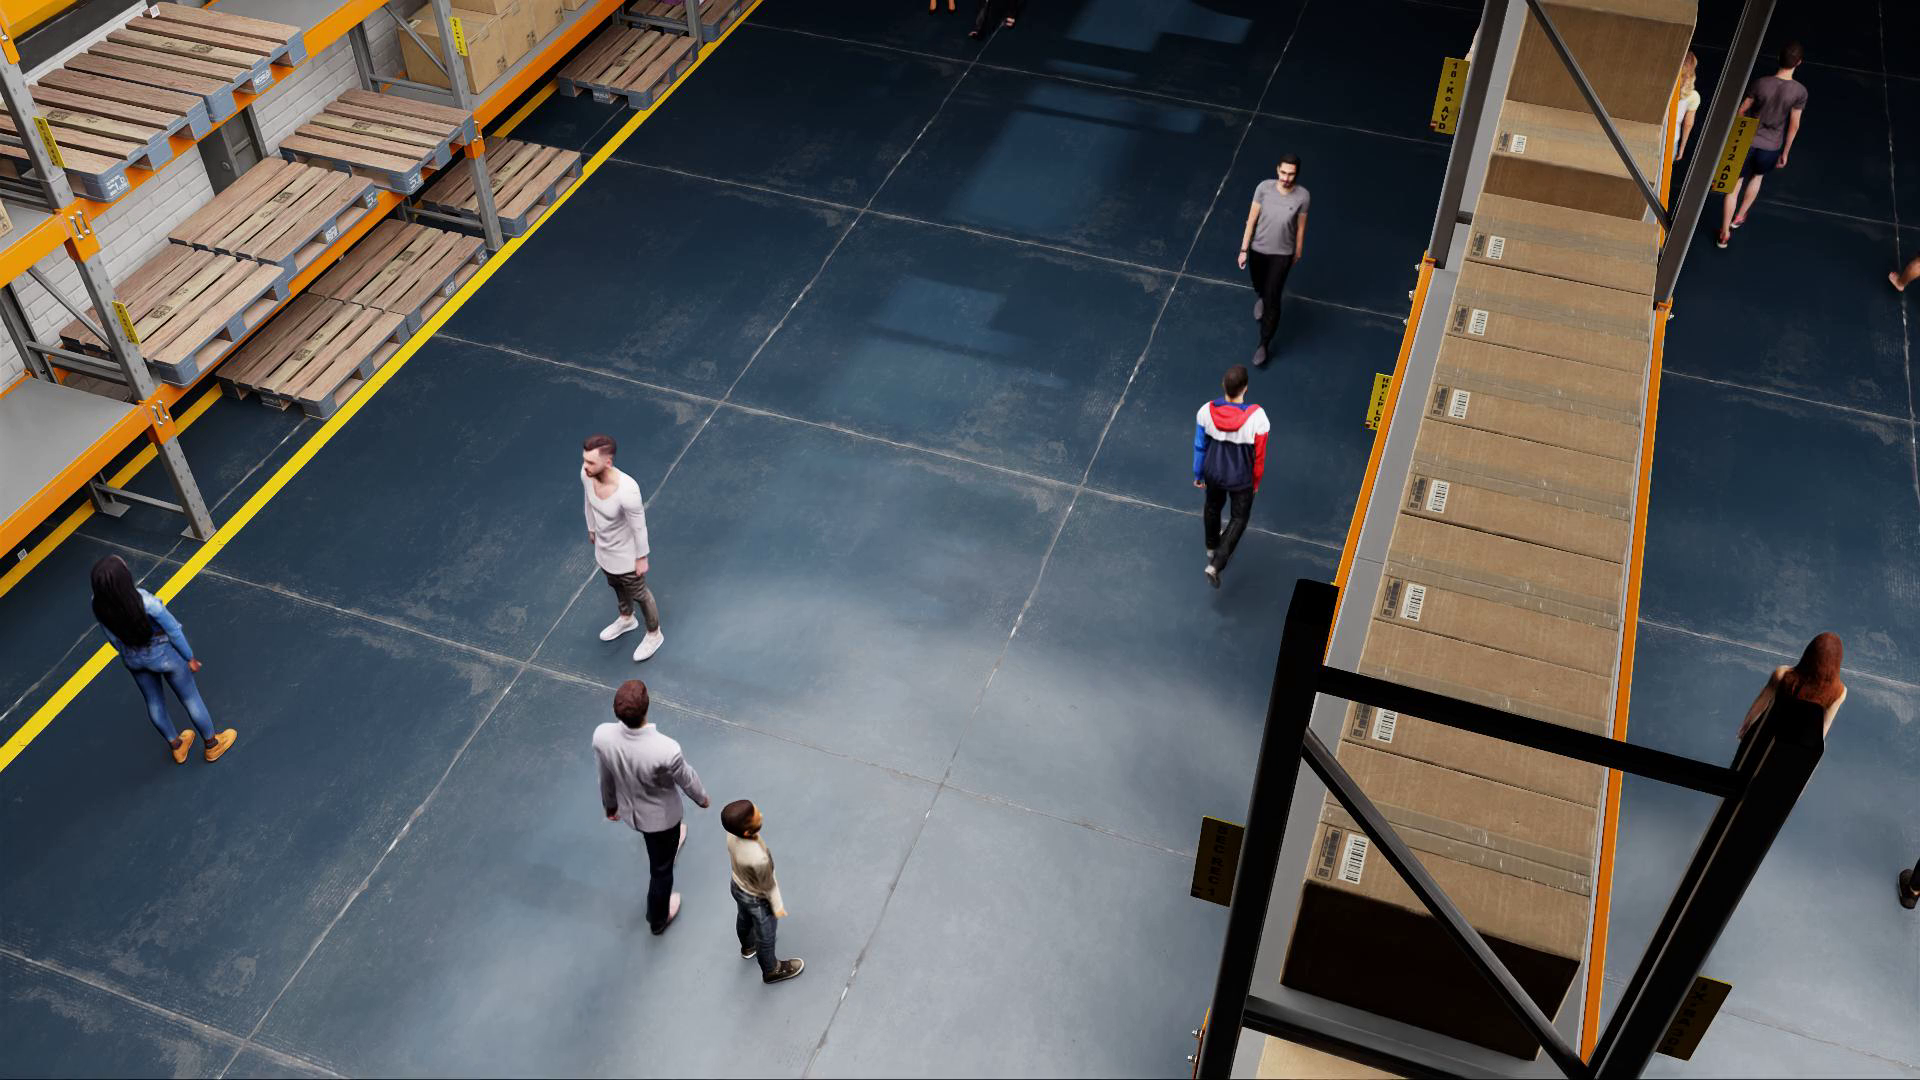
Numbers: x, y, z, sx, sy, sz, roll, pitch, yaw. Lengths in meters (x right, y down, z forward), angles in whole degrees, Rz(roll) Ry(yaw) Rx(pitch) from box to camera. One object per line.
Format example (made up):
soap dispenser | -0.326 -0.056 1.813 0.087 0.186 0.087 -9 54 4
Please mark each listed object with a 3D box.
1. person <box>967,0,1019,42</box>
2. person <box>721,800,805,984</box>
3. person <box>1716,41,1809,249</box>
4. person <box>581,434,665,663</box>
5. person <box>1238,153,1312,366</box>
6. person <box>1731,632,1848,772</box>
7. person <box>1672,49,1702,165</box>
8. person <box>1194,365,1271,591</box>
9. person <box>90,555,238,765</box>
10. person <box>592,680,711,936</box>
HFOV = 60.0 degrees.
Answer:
person | 0.443 -6.077 17.359 0.649 1.615 1.103 15 46 15
person | -1.128 1.902 9.092 0.662 1.465 0.635 -27 50 -26
person | 6.858 -3.350 14.339 0.667 1.831 0.828 14 45 14
person | -2.210 0.024 10.792 0.730 1.839 0.661 29 51 27
person | 2.523 -2.376 13.394 0.649 1.725 1.152 16 46 16
person | 4.728 1.209 9.646 0.653 1.706 1.046 20 47 20
person | 6.083 -3.428 14.506 0.641 1.715 0.776 16 46 16
person | 1.810 -0.409 11.318 0.659 1.742 0.966 15 46 16
person | -4.906 0.735 10.138 0.658 1.712 0.615 2 44 2
person | -1.755 1.548 9.203 0.701 1.825 0.947 17 46 17
